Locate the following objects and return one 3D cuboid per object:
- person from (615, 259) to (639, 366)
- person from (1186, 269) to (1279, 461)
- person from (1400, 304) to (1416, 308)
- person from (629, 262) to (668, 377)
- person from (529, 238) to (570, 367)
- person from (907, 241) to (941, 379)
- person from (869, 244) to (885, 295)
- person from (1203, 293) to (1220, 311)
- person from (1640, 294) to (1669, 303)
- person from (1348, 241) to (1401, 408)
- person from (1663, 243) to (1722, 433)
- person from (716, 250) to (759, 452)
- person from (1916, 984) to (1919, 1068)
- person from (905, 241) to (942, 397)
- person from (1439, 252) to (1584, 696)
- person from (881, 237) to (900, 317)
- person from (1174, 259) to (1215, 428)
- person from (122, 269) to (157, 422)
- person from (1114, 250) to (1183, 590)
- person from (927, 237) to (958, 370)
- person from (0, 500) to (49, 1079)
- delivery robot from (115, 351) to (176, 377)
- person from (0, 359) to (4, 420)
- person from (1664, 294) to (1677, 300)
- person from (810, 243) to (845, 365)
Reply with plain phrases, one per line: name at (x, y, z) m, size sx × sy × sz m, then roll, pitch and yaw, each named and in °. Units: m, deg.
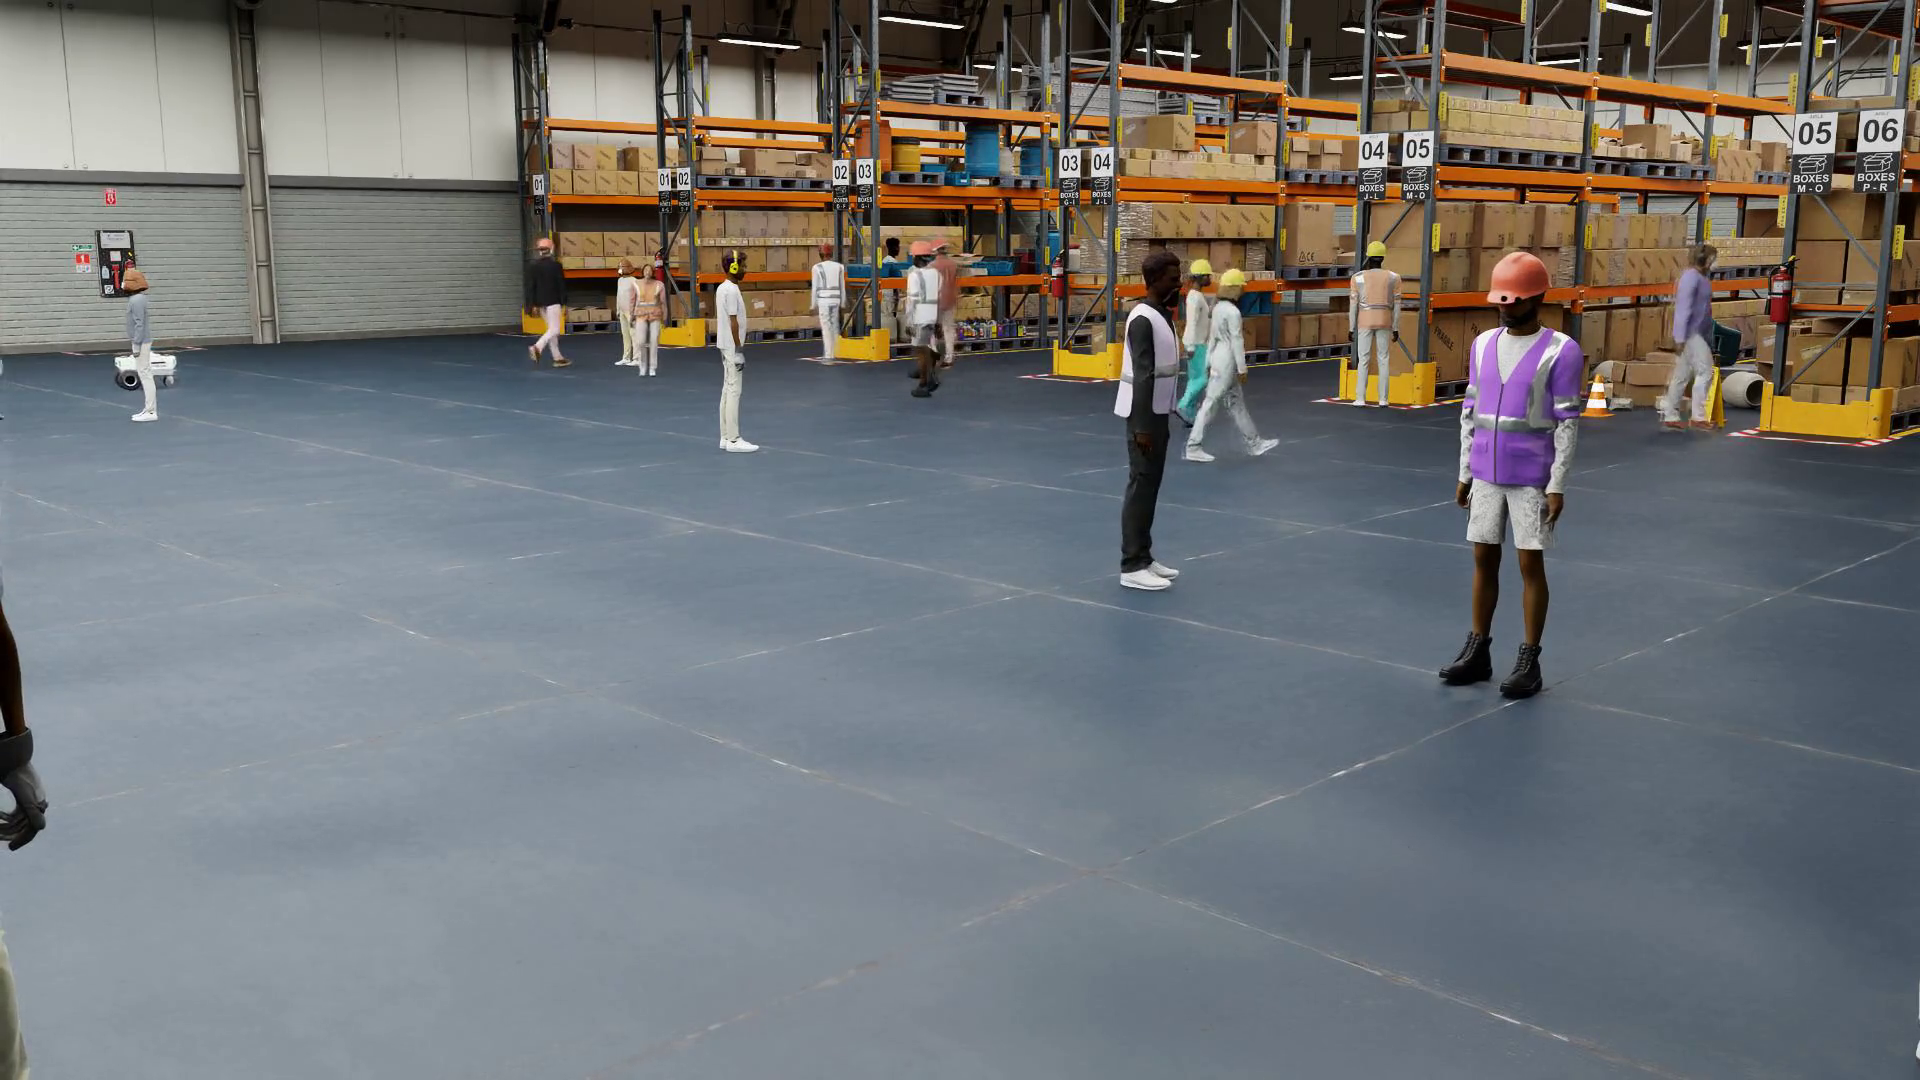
person at (-5.136, -3.507, 25.661) m, size 0.499 × 1.634 × 0.278 m, roll 10°, pitch 14°, yaw 44°
person at (2.433, -1.552, 14.801) m, size 0.915 × 1.691 × 0.504 m, roll -1°, pitch 10°, yaw -8°
person at (6.697, -3.582, 25.512) m, size 0.629 × 1.841 × 0.429 m, roll 5°, pitch 12°, yaw 28°
person at (-4.402, -3.111, 23.527) m, size 0.551 × 1.609 × 0.656 m, roll -2°, pitch 11°, yaw -9°
person at (-6.287, -3.605, 25.283) m, size 0.636 × 1.970 × 0.785 m, roll 6°, pitch 12°, yaw 28°
person at (-0.512, -3.263, 23.542) m, size 0.574 × 1.921 × 0.572 m, roll -9°, pitch 14°, yaw -41°
person at (-1.630, -5.505, 36.078) m, size 0.569 × 1.805 × 0.906 m, roll 10°, pitch 14°, yaw 44°
person at (4.478, -4.303, 29.313) m, size 0.999 × 1.899 × 0.643 m, roll -5°, pitch 12°, yaw -25°
person at (13.409, -4.904, 32.164) m, size 0.613 × 2.041 × 0.393 m, roll 8°, pitch 13°, yaw 36°
person at (4.835, -2.513, 19.431) m, size 0.594 × 1.928 × 0.361 m, roll 1°, pitch 10°, yaw 5°
person at (7.526, -2.029, 16.821) m, size 0.734 × 1.913 × 0.667 m, roll 7°, pitch 12°, yaw 33°
person at (-2.106, -1.771, 15.561) m, size 0.329 × 1.868 × 0.512 m, roll -4°, pitch 11°, yaw -20°
person at (2.475, 0.472, 3.948) m, size 0.309 × 1.641 × 0.515 m, roll 7°, pitch 12°, yaw 33°
person at (-0.482, -2.753, 20.743) m, size 0.400 × 1.926 × 0.566 m, roll 8°, pitch 13°, yaw 38°
person at (2.418, -0.289, 7.309) m, size 0.368 × 1.929 × 0.542 m, roll -9°, pitch 14°, yaw -40°
person at (-1.218, -4.345, 29.323) m, size 0.369 × 1.965 × 0.608 m, roll -4°, pitch 11°, yaw -20°
person at (2.494, -2.038, 17.335) m, size 0.353 × 1.754 × 0.528 m, roll 1°, pitch 10°, yaw 4°
person at (-8.918, -2.115, 18.065) m, size 0.279 × 1.636 × 0.505 m, roll -5°, pitch 11°, yaw -23°
person at (1.081, -0.696, 9.557) m, size 0.371 × 1.916 × 0.597 m, roll 3°, pitch 11°, yaw 16°
person at (-0.308, -3.560, 25.034) m, size 0.607 × 1.965 × 0.628 m, roll -8°, pitch 13°, yaw -37°
person at (-2.131, 0.476, 3.335) m, size 0.514 × 1.865 × 0.321 m, roll -8°, pitch 13°, yaw -38°
delivery robot at (-10.764, -2.320, 21.992) m, size 0.707 × 0.478 × 0.477 m, roll -7°, pitch 12°, yaw -33°
person at (-10.587, -2.202, 17.824) m, size 0.672 × 1.892 × 0.502 m, roll 1°, pitch 10°, yaw 6°
person at (14.935, -5.325, 34.776) m, size 0.545 × 1.929 × 0.389 m, roll -2°, pitch 11°, yaw -9°
person at (-2.055, -3.670, 25.887) m, size 0.582 × 1.882 × 0.368 m, roll -8°, pitch 13°, yaw -36°
